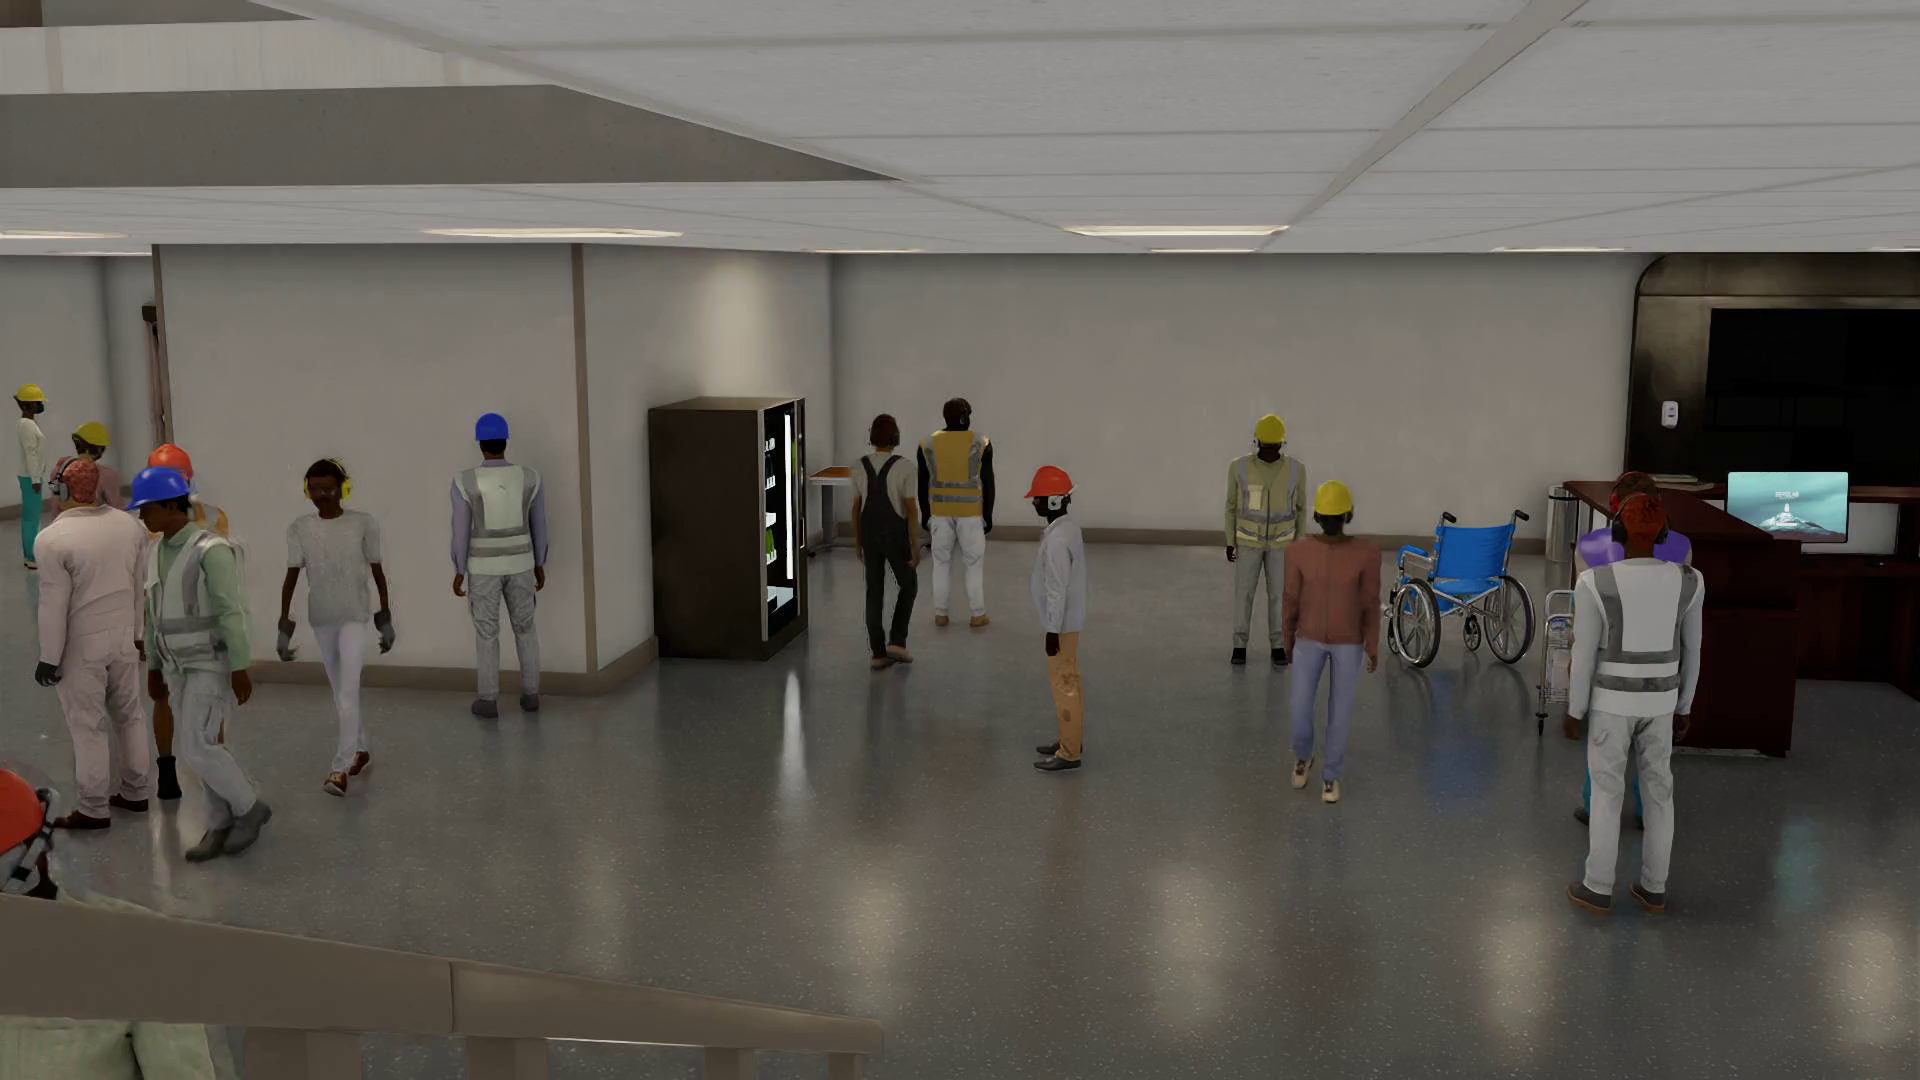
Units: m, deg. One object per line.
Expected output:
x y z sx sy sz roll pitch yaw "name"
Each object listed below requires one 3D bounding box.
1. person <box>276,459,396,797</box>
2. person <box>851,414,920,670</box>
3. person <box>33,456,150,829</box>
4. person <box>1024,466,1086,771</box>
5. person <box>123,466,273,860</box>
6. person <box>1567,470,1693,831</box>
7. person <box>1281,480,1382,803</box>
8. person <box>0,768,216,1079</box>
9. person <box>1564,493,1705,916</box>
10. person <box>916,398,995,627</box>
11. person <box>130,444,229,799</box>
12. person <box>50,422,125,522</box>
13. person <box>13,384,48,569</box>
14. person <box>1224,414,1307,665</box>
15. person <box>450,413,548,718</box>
-3.431 0.477 9.054 0.563 1.819 0.953 0 9 -2 "person"
-0.520 0.016 11.878 0.531 1.830 0.451 3 10 18 "person"
-4.472 0.522 8.531 0.407 1.910 0.639 3 10 17 "person"
0.540 0.441 9.543 0.361 1.742 0.563 1 9 7 "person"
-3.681 0.602 7.988 0.638 1.922 0.436 5 11 30 "person"
3.384 0.572 8.421 0.570 1.843 0.372 1 9 6 "person"
1.976 0.547 8.879 0.525 1.755 0.369 2 9 14 "person"
-1.771 1.371 3.252 0.659 1.917 1.033 2 9 14 "person"
2.957 0.728 7.342 0.573 1.883 0.356 0 9 -3 "person"
-0.024 -0.214 13.293 0.624 1.841 0.430 2 9 11 "person"
-4.197 0.440 8.992 0.546 1.930 0.390 -6 11 -34 "person"
-6.400 -0.003 12.290 0.567 1.743 0.430 0 9 3 "person"
-8.861 -0.607 15.933 0.331 1.767 0.527 -6 11 -31 "person"
2.207 -0.003 12.022 0.588 1.827 0.403 1 9 5 "person"
-2.945 0.162 10.631 0.618 1.943 0.396 -6 11 -32 "person"
